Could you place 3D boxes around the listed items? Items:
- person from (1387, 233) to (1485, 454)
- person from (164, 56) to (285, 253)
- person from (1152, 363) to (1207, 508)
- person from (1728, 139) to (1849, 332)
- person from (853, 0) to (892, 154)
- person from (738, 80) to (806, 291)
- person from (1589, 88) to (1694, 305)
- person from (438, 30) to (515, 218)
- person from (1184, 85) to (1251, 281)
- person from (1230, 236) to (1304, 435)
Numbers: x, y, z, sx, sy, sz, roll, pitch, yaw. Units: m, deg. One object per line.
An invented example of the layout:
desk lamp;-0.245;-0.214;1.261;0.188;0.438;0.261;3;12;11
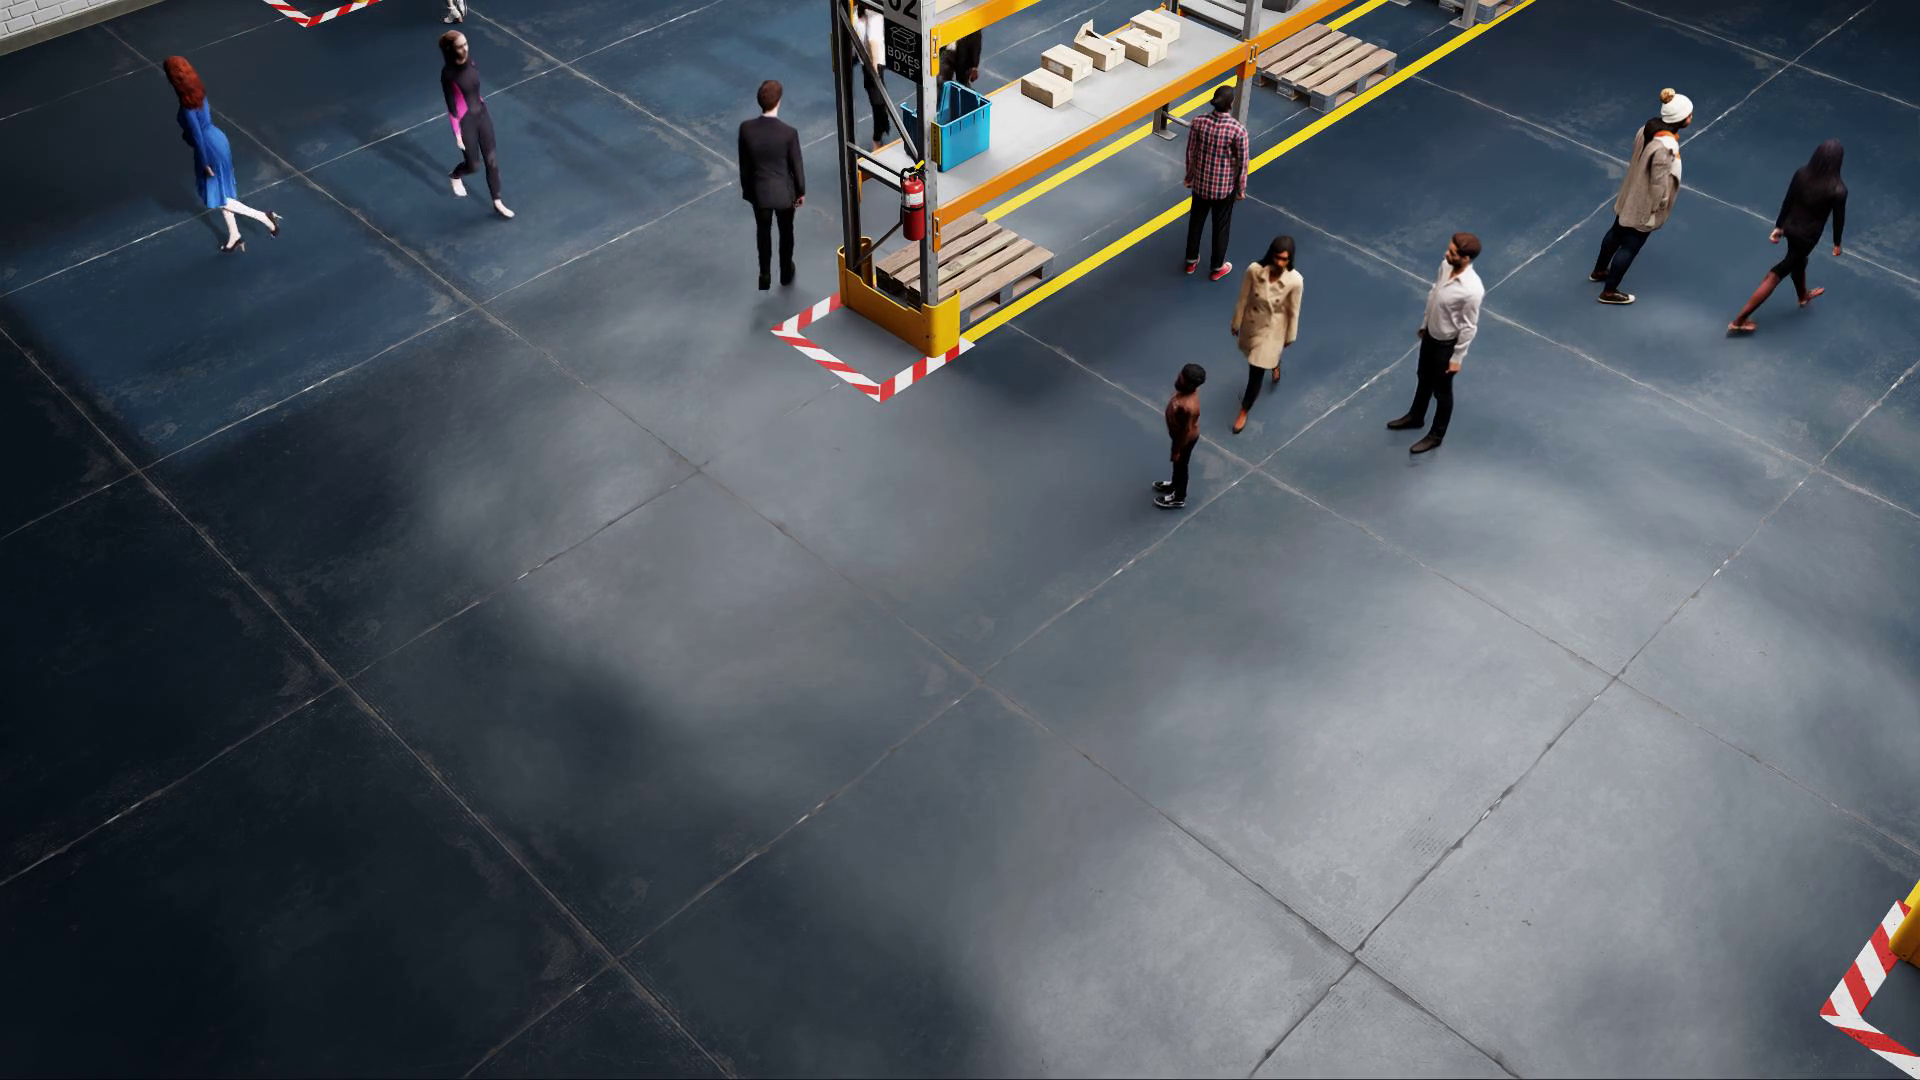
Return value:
person;3.560;-1.469;12.205;0.724;1.868;0.743;-12;45;-12
person;-6.244;-3.232;14.099;0.977;1.808;0.903;-4;44;-4
person;1.605;-0.757;11.902;0.667;1.255;0.605;4;44;4
person;6.628;-2.366;13.296;1.294;1.662;0.983;-14;45;-14
person;-0.782;-4.379;15.335;0.765;1.765;0.798;-24;49;-23
person;-1.556;-2.834;13.635;0.981;1.872;1.057;4;44;4
person;5.567;-2.829;13.617;0.875;1.890;0.812;1;44;1
person;-4.339;-3.658;14.596;0.743;1.741;0.869;24;48;23
person;2.121;-2.989;13.878;0.765;1.761;0.699;19;47;19
person;2.311;-1.617;12.518;0.783;1.651;1.078;24;49;23
